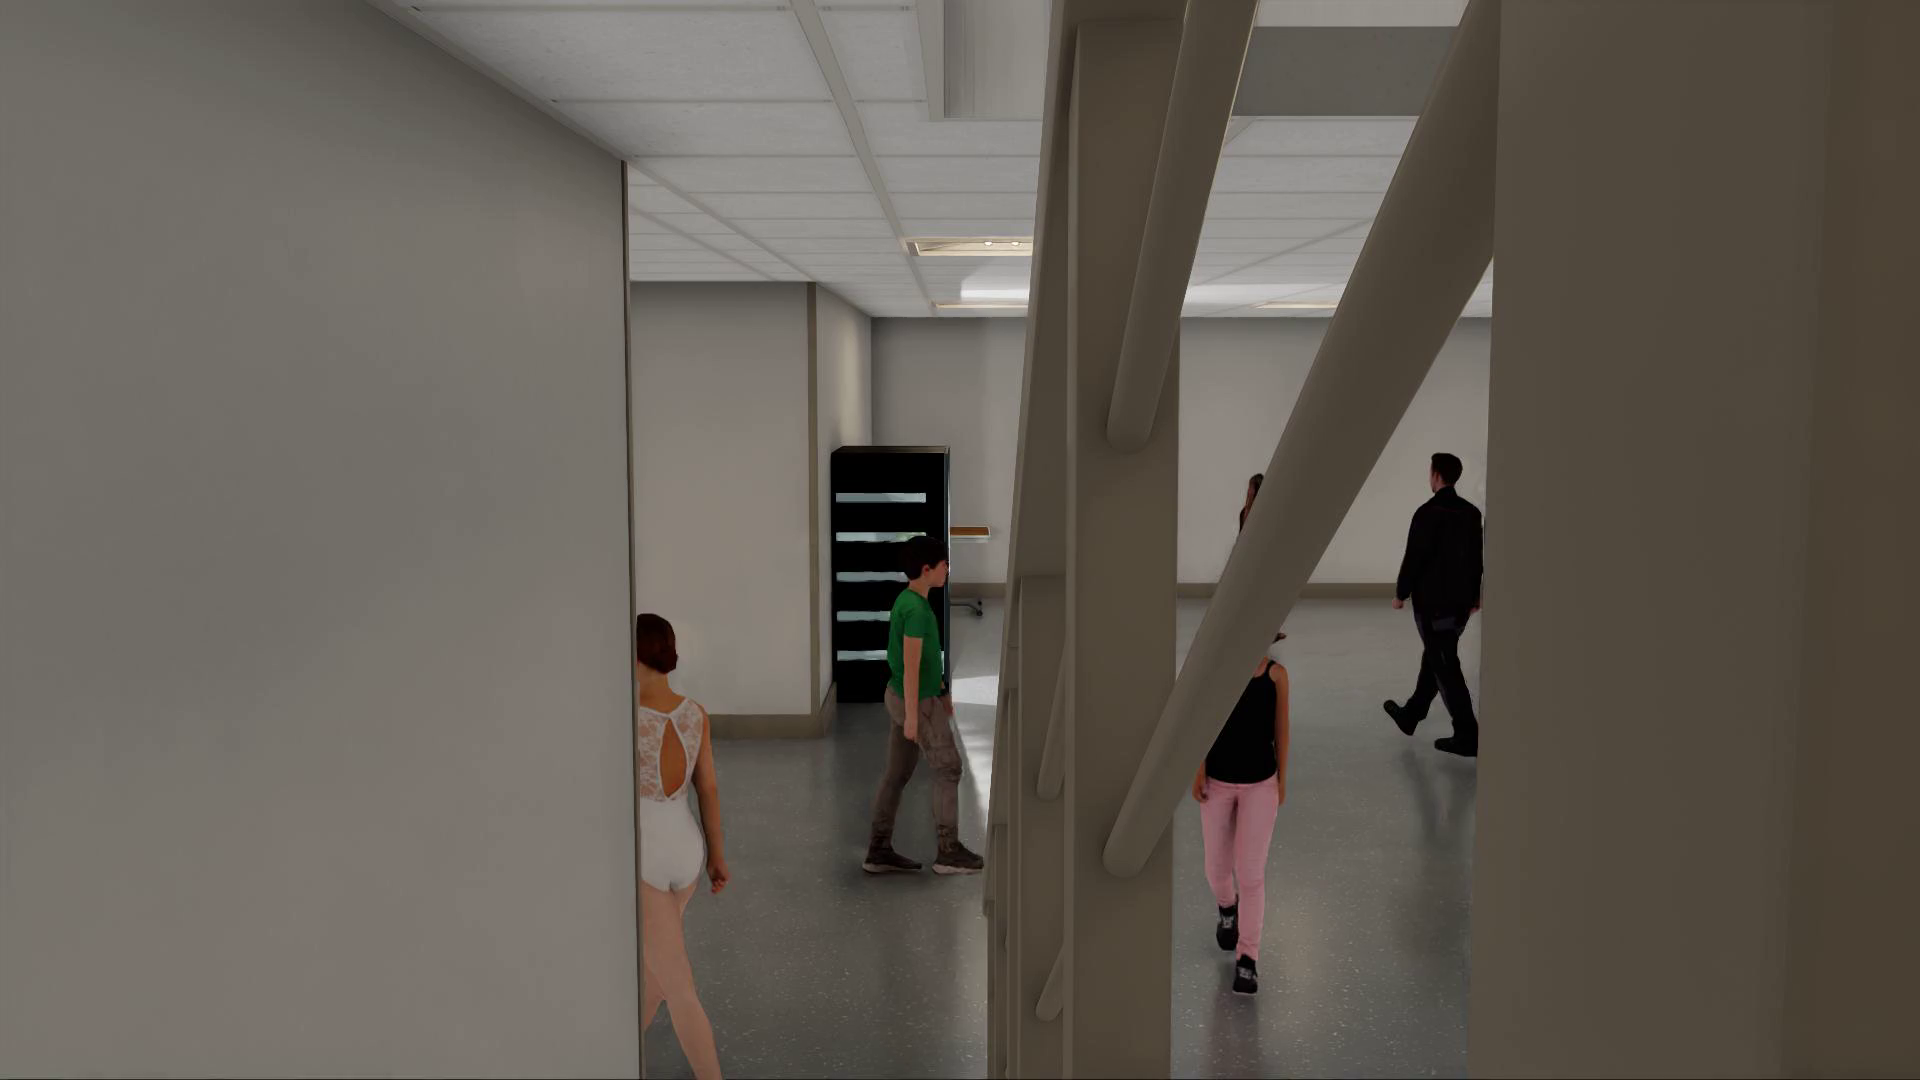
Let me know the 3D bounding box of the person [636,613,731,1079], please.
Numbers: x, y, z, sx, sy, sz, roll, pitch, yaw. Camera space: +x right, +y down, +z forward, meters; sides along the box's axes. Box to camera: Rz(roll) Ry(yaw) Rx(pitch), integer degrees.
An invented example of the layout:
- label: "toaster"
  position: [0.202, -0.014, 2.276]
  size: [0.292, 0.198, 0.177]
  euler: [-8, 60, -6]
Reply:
- label: "person"
  position: [-0.908, 1.079, 5.296]
  size: [1.007, 1.597, 1.007]
  euler: [5, 7, 39]

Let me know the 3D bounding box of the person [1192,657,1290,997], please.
- label: "person"
  position: [1.111, 0.973, 6.633]
  size: [0.700, 1.541, 1.032]
  euler: [2, 6, 17]

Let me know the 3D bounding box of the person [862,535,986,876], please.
- label: "person"
  position: [-0.305, 0.800, 7.909]
  size: [0.722, 1.631, 0.818]
  euler: [-1, 6, -10]

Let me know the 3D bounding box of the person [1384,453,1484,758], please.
- label: "person"
  position: [3.073, 0.436, 10.399]
  size: [1.081, 1.856, 1.289]
  euler: [-3, 7, -30]

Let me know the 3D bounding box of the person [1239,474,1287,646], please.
- label: "person"
  position: [2.504, 0.229, 14.153]
  size: [1.009, 1.517, 1.093]
  euler: [5, 8, 42]
